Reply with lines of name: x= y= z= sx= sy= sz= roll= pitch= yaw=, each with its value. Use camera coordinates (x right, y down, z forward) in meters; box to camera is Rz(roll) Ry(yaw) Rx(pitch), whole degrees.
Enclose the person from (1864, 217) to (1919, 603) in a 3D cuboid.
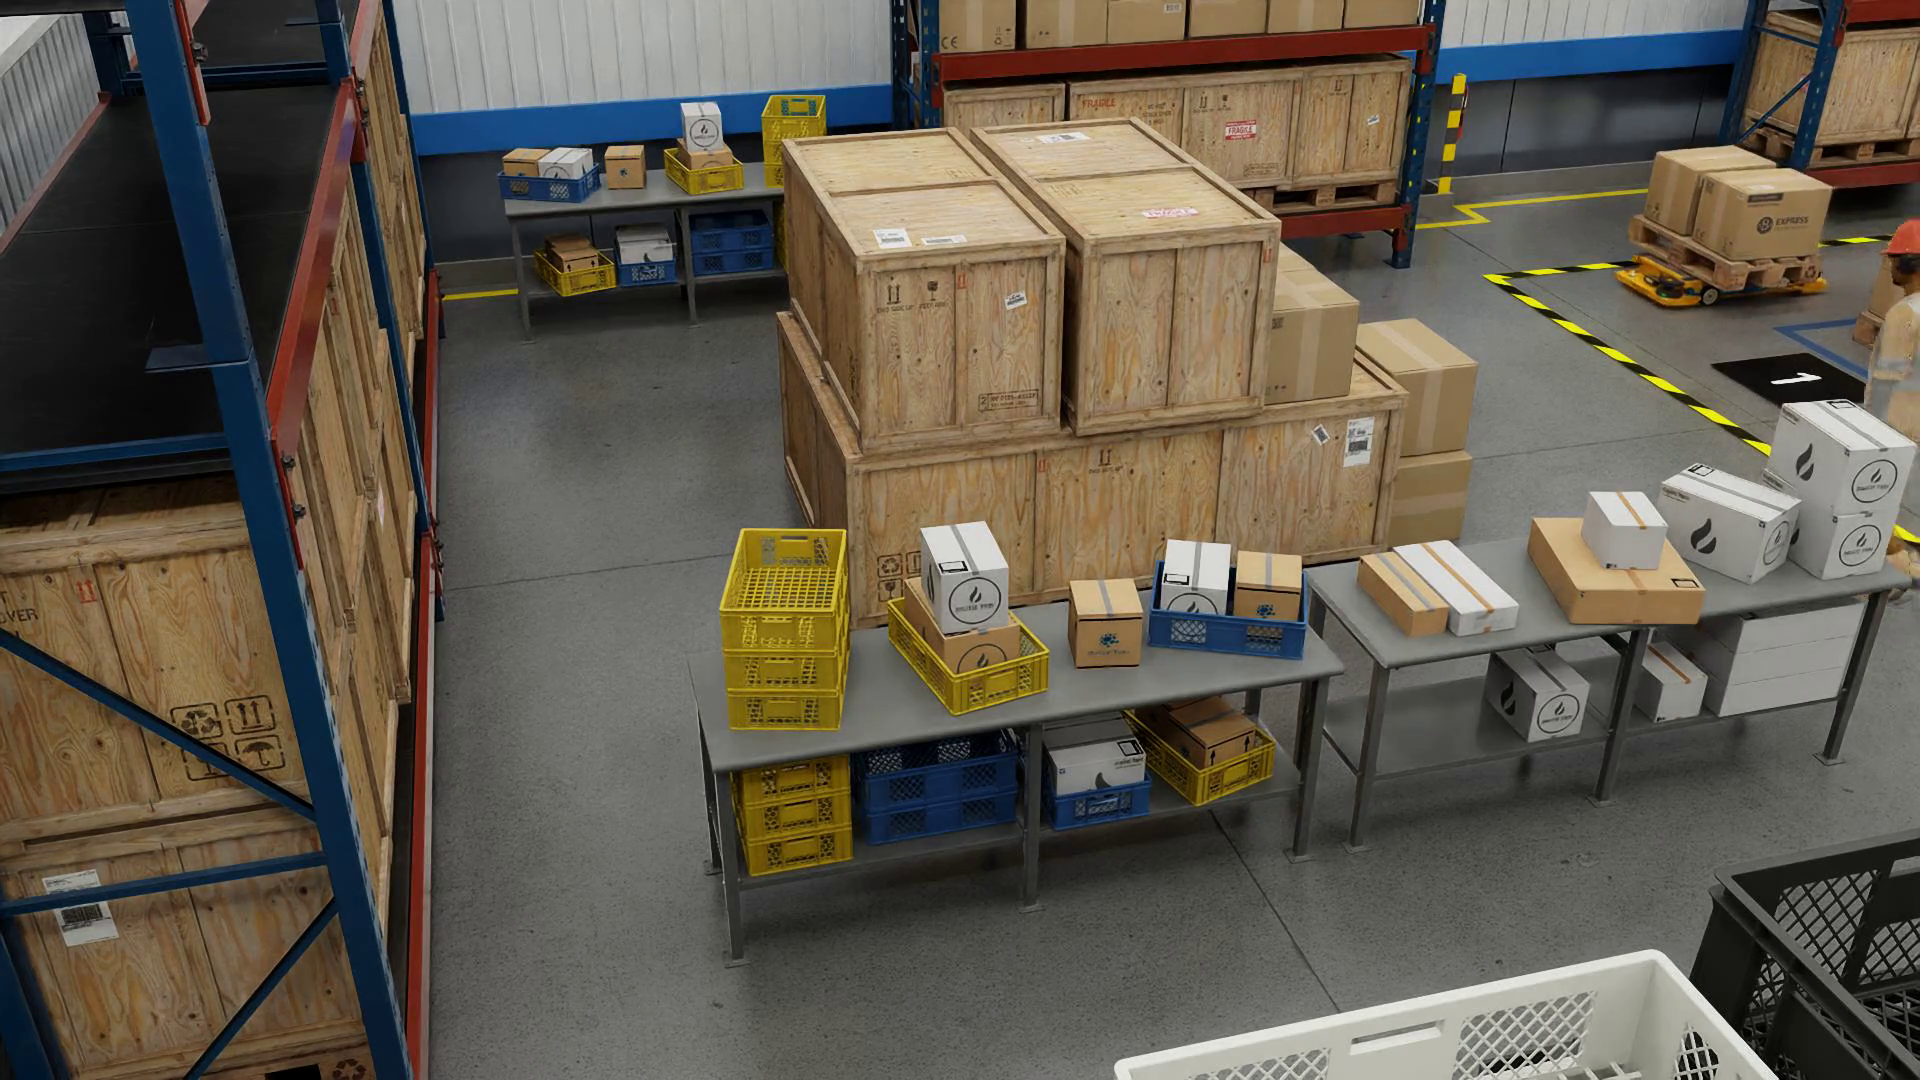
person: x=4.737 y=-0.593 z=8.407 sx=0.696 sy=1.991 sz=0.688 roll=-22 pitch=35 yaw=-34
